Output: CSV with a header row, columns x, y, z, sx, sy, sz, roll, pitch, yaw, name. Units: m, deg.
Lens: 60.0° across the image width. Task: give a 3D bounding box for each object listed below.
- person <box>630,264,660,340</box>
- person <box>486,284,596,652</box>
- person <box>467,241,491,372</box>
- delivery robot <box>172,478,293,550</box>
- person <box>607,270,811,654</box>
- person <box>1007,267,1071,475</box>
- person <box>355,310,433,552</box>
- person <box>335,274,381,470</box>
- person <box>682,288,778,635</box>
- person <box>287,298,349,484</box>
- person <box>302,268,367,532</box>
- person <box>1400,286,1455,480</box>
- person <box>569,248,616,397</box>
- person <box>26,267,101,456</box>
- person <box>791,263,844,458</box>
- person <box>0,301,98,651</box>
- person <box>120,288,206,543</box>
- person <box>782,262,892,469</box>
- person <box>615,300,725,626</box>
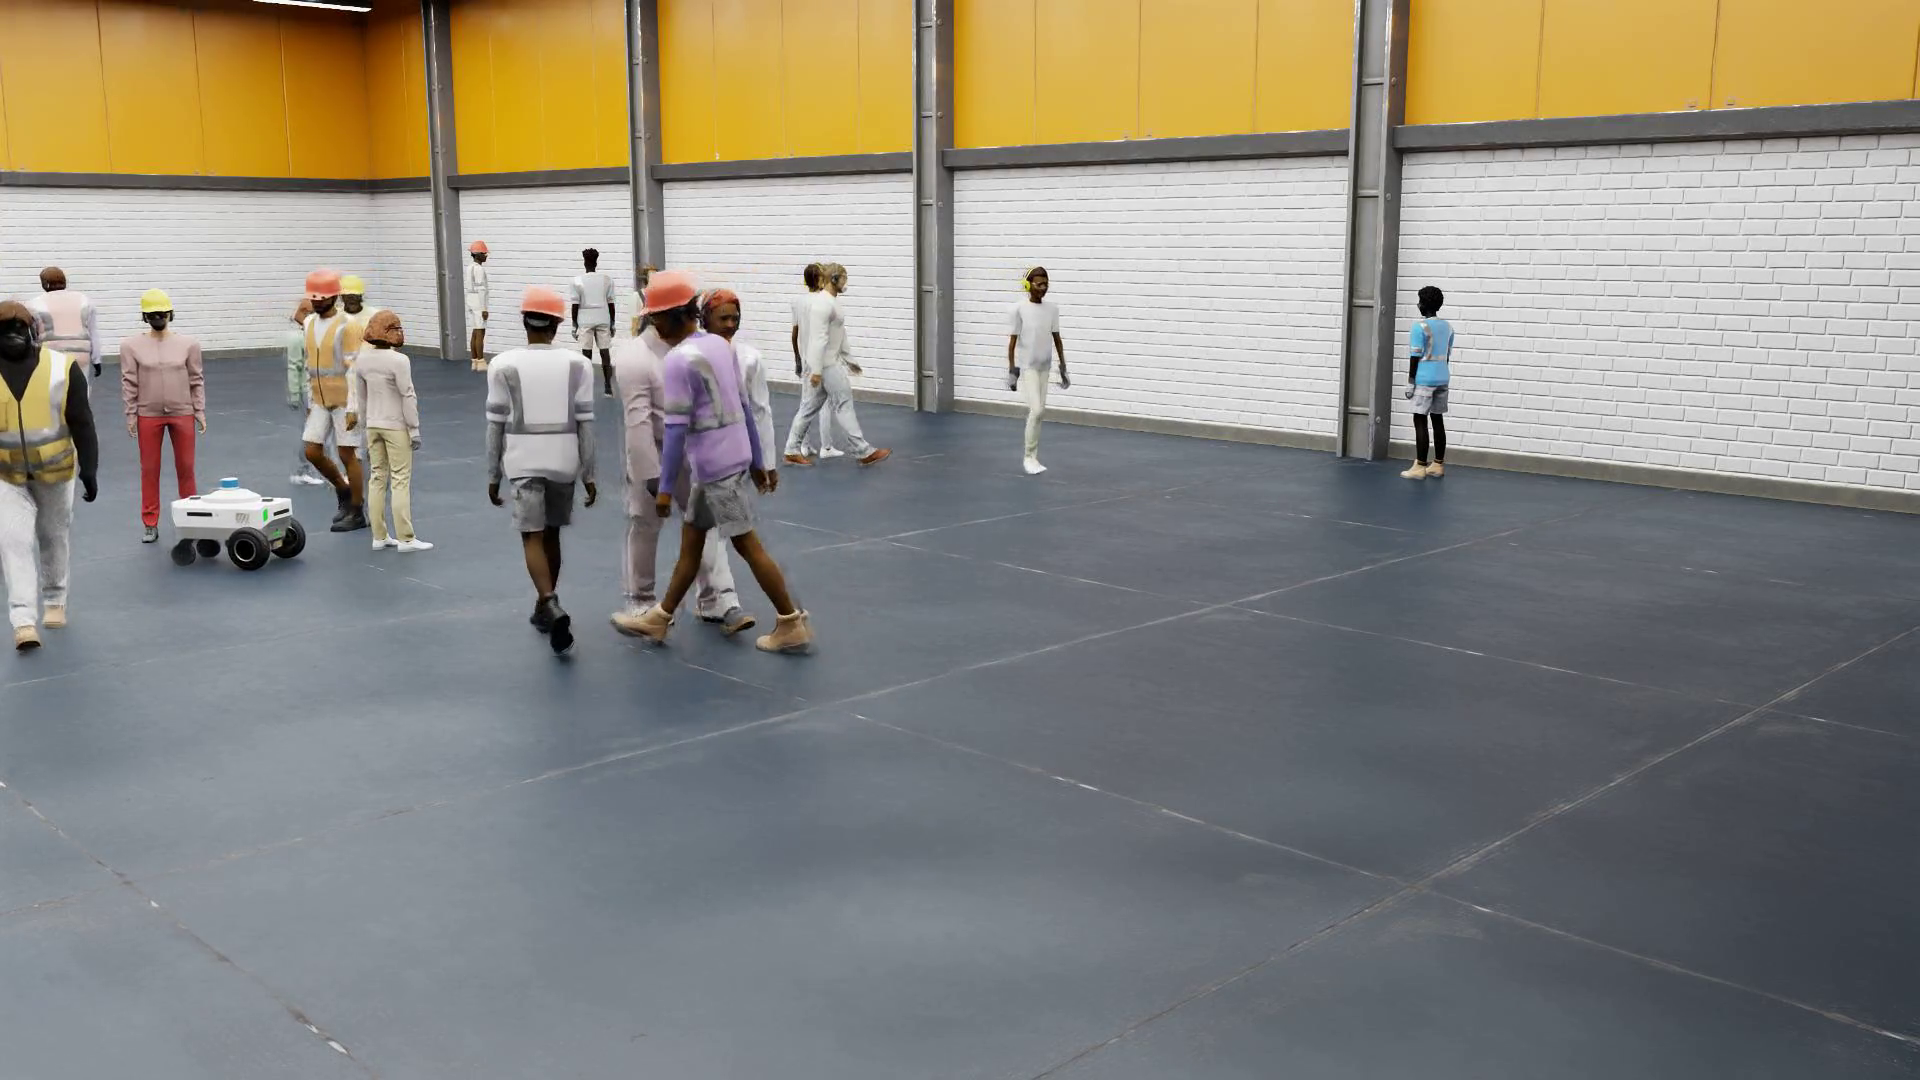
x,y,z,sx,sy,sz,roll,pitch,yaw,name
-3.359,-2.137,18.421,0.523,1.805,0.886,-7,13,-35,person
-2.153,-0.375,8.631,0.562,1.892,0.957,-5,11,-24,person
-7.521,-3.659,26.085,0.392,2.045,0.608,-6,12,-29,person
-4.736,-0.161,10.823,0.707,0.478,0.477,2,10,10,delivery robot
-1.277,-0.372,8.413,1.125,1.947,0.612,2,11,10,person
0.745,-1.512,14.933,0.532,1.846,0.621,-7,13,-34,person
-3.848,-0.732,11.244,0.499,1.634,0.279,6,12,28,person
-5.576,-1.572,15.431,0.580,1.787,0.923,-4,11,-19,person
-1.257,-0.419,8.959,0.599,1.838,0.926,-7,12,-33,person
-5.388,-1.239,14.100,0.794,1.601,0.514,2,11,10,person
-4.497,-0.993,11.934,0.577,1.901,0.440,5,11,24,person
4.118,-1.379,14.619,0.530,1.693,0.319,-8,13,-38,person
-4.828,-2.853,21.902,0.603,1.966,0.368,-5,11,-24,person
-8.788,-1.737,16.204,0.741,1.819,0.659,10,14,43,person
-1.374,-1.714,15.988,0.512,1.862,0.328,5,12,27,person
-4.887,-0.352,8.745,0.649,1.791,0.952,-6,12,-28,person
-5.541,-0.866,11.616,0.526,1.768,0.331,-6,12,-28,person
-1.181,-1.593,15.271,1.007,1.881,0.628,-1,10,-6,person
-1.510,-0.425,8.943,0.808,1.862,0.672,7,13,34,person
